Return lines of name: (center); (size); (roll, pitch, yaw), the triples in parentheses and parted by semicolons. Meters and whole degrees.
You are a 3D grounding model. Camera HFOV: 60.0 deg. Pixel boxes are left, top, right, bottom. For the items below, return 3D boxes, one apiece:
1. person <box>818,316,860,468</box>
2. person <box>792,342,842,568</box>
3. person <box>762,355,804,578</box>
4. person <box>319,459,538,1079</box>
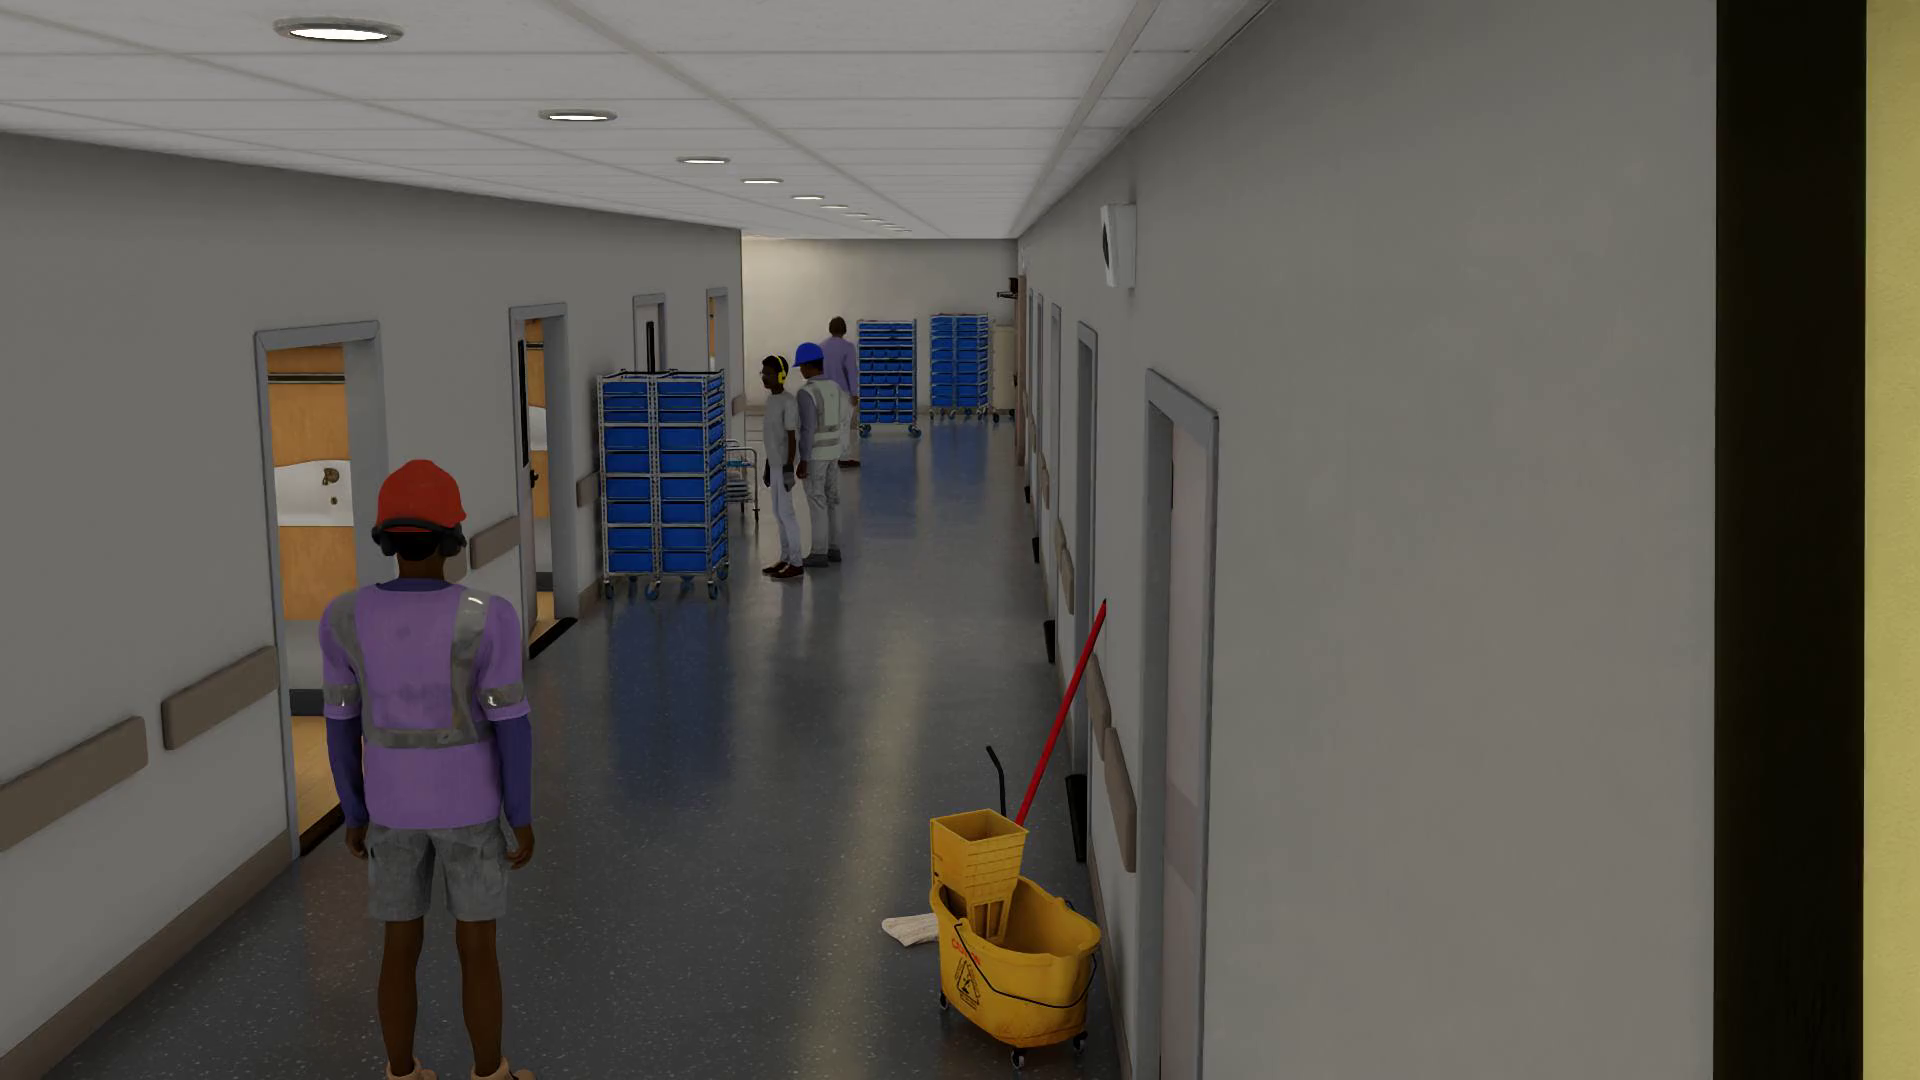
person: (-1.551, -1.890, 21.288); (0.636, 1.939, 0.364); (7, 12, 36)
person: (-1.241, -0.733, 14.361); (0.415, 1.937, 0.608); (4, 10, 24)
person: (-1.491, -0.609, 13.866); (0.331, 1.863, 0.503); (-4, 10, -25)
person: (-1.567, 0.779, 4.980); (0.609, 2.048, 0.367); (1, 9, 3)
